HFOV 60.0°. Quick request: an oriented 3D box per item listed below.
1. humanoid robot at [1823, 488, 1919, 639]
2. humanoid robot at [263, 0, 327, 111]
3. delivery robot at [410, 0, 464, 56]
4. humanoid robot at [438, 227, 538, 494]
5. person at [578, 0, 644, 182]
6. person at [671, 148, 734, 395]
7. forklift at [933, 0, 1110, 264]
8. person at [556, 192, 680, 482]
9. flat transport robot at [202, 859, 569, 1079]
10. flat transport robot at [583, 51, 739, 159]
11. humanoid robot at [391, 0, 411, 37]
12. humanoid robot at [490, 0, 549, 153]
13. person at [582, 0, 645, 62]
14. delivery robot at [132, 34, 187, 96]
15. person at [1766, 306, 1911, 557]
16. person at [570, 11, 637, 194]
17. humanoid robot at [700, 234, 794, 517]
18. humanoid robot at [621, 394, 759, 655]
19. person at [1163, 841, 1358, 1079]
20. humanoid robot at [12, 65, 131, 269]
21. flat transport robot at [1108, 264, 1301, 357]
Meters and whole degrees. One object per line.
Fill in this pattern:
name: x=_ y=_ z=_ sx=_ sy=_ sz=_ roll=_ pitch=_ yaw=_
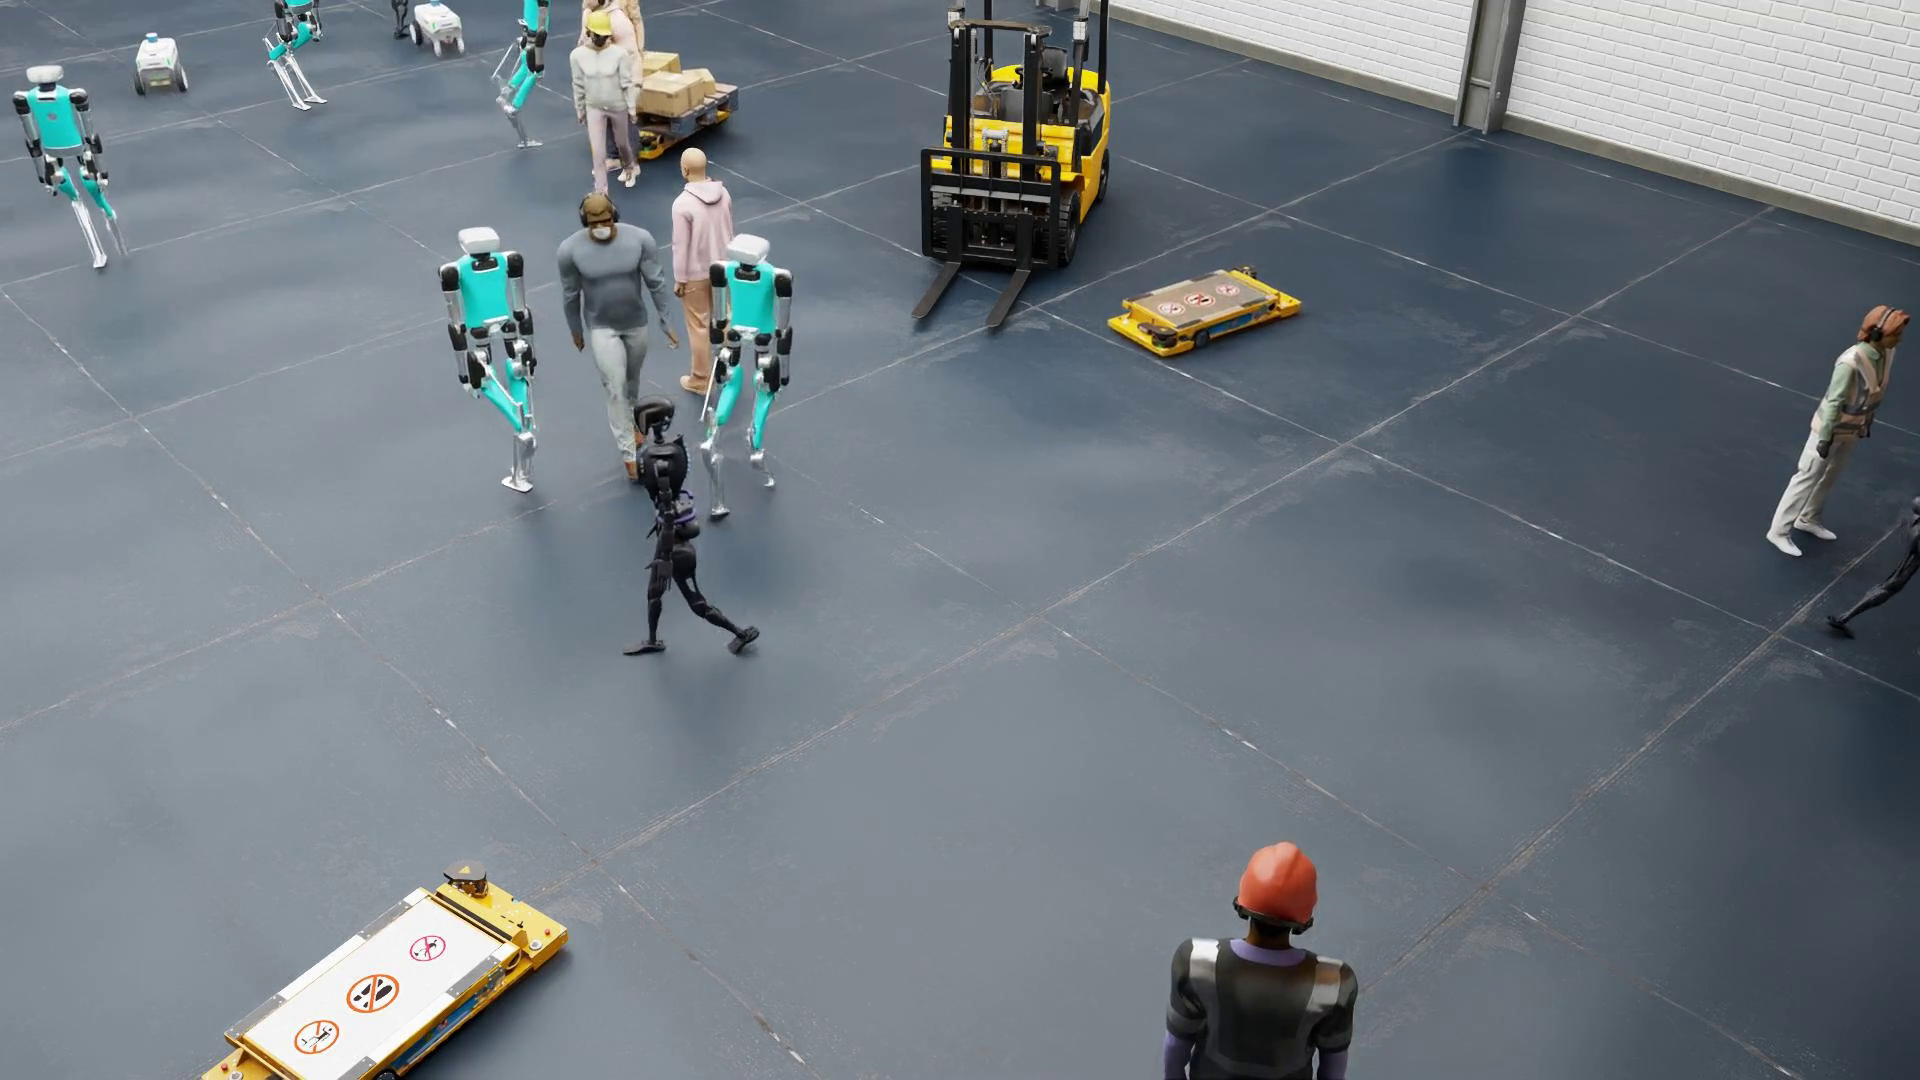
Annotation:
humanoid robot: x=5.300 y=-0.071 z=9.047 sx=0.747 sy=1.654 sz=0.603 roll=5 pitch=33 yaw=8
humanoid robot: x=-6.760 y=-5.196 z=16.691 sx=0.735 sy=1.677 sz=0.533 roll=15 pitch=36 yaw=22
delivery robot: x=-5.945 y=-5.863 z=18.940 sx=0.499 sy=0.614 sz=0.797 roll=-19 pitch=37 yaw=-26
humanoid robot: x=-2.810 y=-1.023 z=10.403 sx=0.566 sy=1.773 sz=0.900 roll=-22 pitch=39 yaw=-30
person: x=-3.177 y=-4.234 z=15.218 sx=0.808 sy=1.864 sz=0.422 roll=24 pitch=40 yaw=32
person: x=-1.778 y=-1.876 z=11.679 sx=0.416 sy=1.774 sz=0.537 roll=24 pitch=40 yaw=32
forklift: x=0.570 y=-3.725 z=14.138 sx=1.214 sy=2.155 sz=2.313 roll=9 pitch=34 yaw=13
person: x=-2.171 y=-1.328 z=10.730 sx=0.651 sy=1.892 sz=0.976 roll=-15 pitch=36 yaw=-22
flat transport robot: x=-2.442 y=1.967 z=7.149 sx=0.659 sy=0.231 sz=1.431 roll=21 pitch=38 yaw=28
flat transport robot: x=-2.950 y=-4.131 z=16.523 sx=0.659 sy=0.231 sz=1.431 roll=15 pitch=36 yaw=21
humanoid robot: x=-6.558 y=-6.650 z=19.122 sx=0.595 sy=1.644 sz=0.527 roll=9 pitch=34 yaw=13
humanoid robot: x=-4.204 y=-4.526 z=15.875 sx=0.778 sy=1.856 sz=0.531 roll=-15 pitch=36 yaw=-22
person: x=-3.359 y=-4.843 z=16.191 sx=0.576 sy=1.842 sz=0.692 roll=-7 pitch=34 yaw=-11
delivery robot: x=-8.537 y=-5.076 z=17.711 sx=0.499 sy=0.594 sz=0.769 roll=-10 pitch=34 yaw=-15
person: x=5.270 y=-0.654 z=9.937 sx=0.525 sy=1.628 sz=0.322 roll=-20 pitch=38 yaw=-27
person: x=-3.145 y=-3.847 z=14.772 sx=0.535 sy=1.723 sz=0.856 roll=-5 pitch=33 yaw=-7
humanoid robot: x=-1.391 y=-0.931 z=10.303 sx=0.553 sy=1.795 sz=0.863 roll=11 pitch=35 yaw=16
humanoid robot: x=-1.527 y=-0.043 z=9.005 sx=0.766 sy=1.648 sz=0.589 roll=-8 pitch=34 yaw=-12
person: x=0.997 y=1.839 z=5.723 sx=0.613 sy=2.040 sz=0.387 roll=6 pitch=33 yaw=9
humanoid robot: x=-7.139 y=-2.967 z=13.489 sx=0.541 sy=1.899 sz=0.719 roll=-8 pitch=34 yaw=-13
flat transport robot: x=1.910 y=-1.789 z=12.923 sx=1.431 sy=0.231 sz=0.659 roll=-21 pitch=38 yaw=-29
